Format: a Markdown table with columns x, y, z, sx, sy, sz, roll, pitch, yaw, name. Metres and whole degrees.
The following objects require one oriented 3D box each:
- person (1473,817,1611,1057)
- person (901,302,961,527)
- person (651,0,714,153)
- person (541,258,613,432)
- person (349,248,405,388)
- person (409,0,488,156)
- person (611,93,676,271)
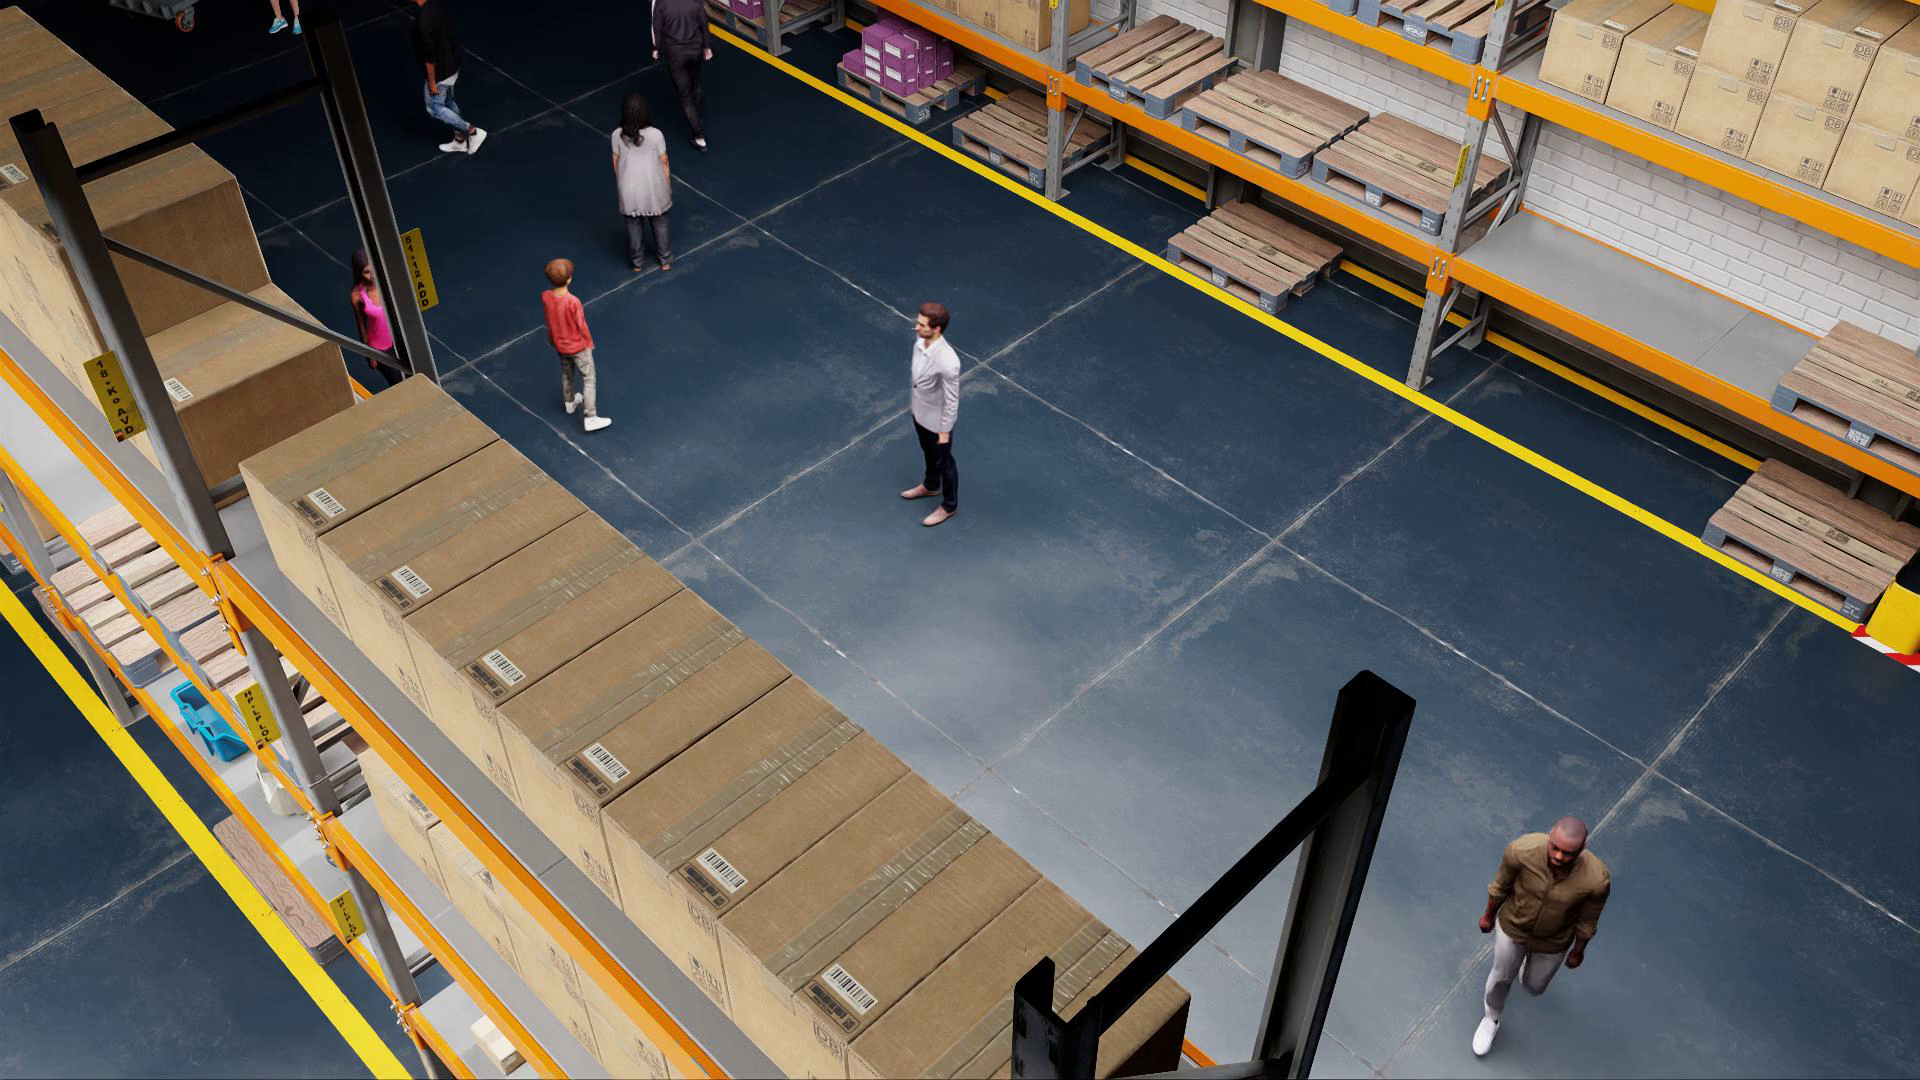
| x | y | z | sx | sy | sz | roll | pitch | yaw | name |
| --- | --- | --- | --- | --- | --- | --- | --- | --- | --- |
| 3.058 | 2.010 | 8.788 | 0.955 | 1.802 | 0.940 | 20 | 47 | 20 | person |
| -0.176 | -0.925 | 11.831 | 0.808 | 1.853 | 0.636 | -19 | 47 | -19 | person |
| -2.546 | -4.496 | 15.615 | 0.801 | 1.804 | 1.041 | -24 | 49 | -23 | person |
| -3.003 | -1.520 | 12.778 | 0.689 | 1.409 | 0.829 | 20 | 47 | 20 | person |
| -4.321 | -1.519 | 12.558 | 0.639 | 1.711 | 0.781 | -26 | 49 | -24 | person |
| -4.770 | -4.402 | 15.523 | 0.958 | 1.795 | 0.898 | 1 | 44 | 1 | person |
| -2.728 | -3.036 | 14.231 | 0.788 | 1.600 | 0.844 | -4 | 44 | -4 | person |
